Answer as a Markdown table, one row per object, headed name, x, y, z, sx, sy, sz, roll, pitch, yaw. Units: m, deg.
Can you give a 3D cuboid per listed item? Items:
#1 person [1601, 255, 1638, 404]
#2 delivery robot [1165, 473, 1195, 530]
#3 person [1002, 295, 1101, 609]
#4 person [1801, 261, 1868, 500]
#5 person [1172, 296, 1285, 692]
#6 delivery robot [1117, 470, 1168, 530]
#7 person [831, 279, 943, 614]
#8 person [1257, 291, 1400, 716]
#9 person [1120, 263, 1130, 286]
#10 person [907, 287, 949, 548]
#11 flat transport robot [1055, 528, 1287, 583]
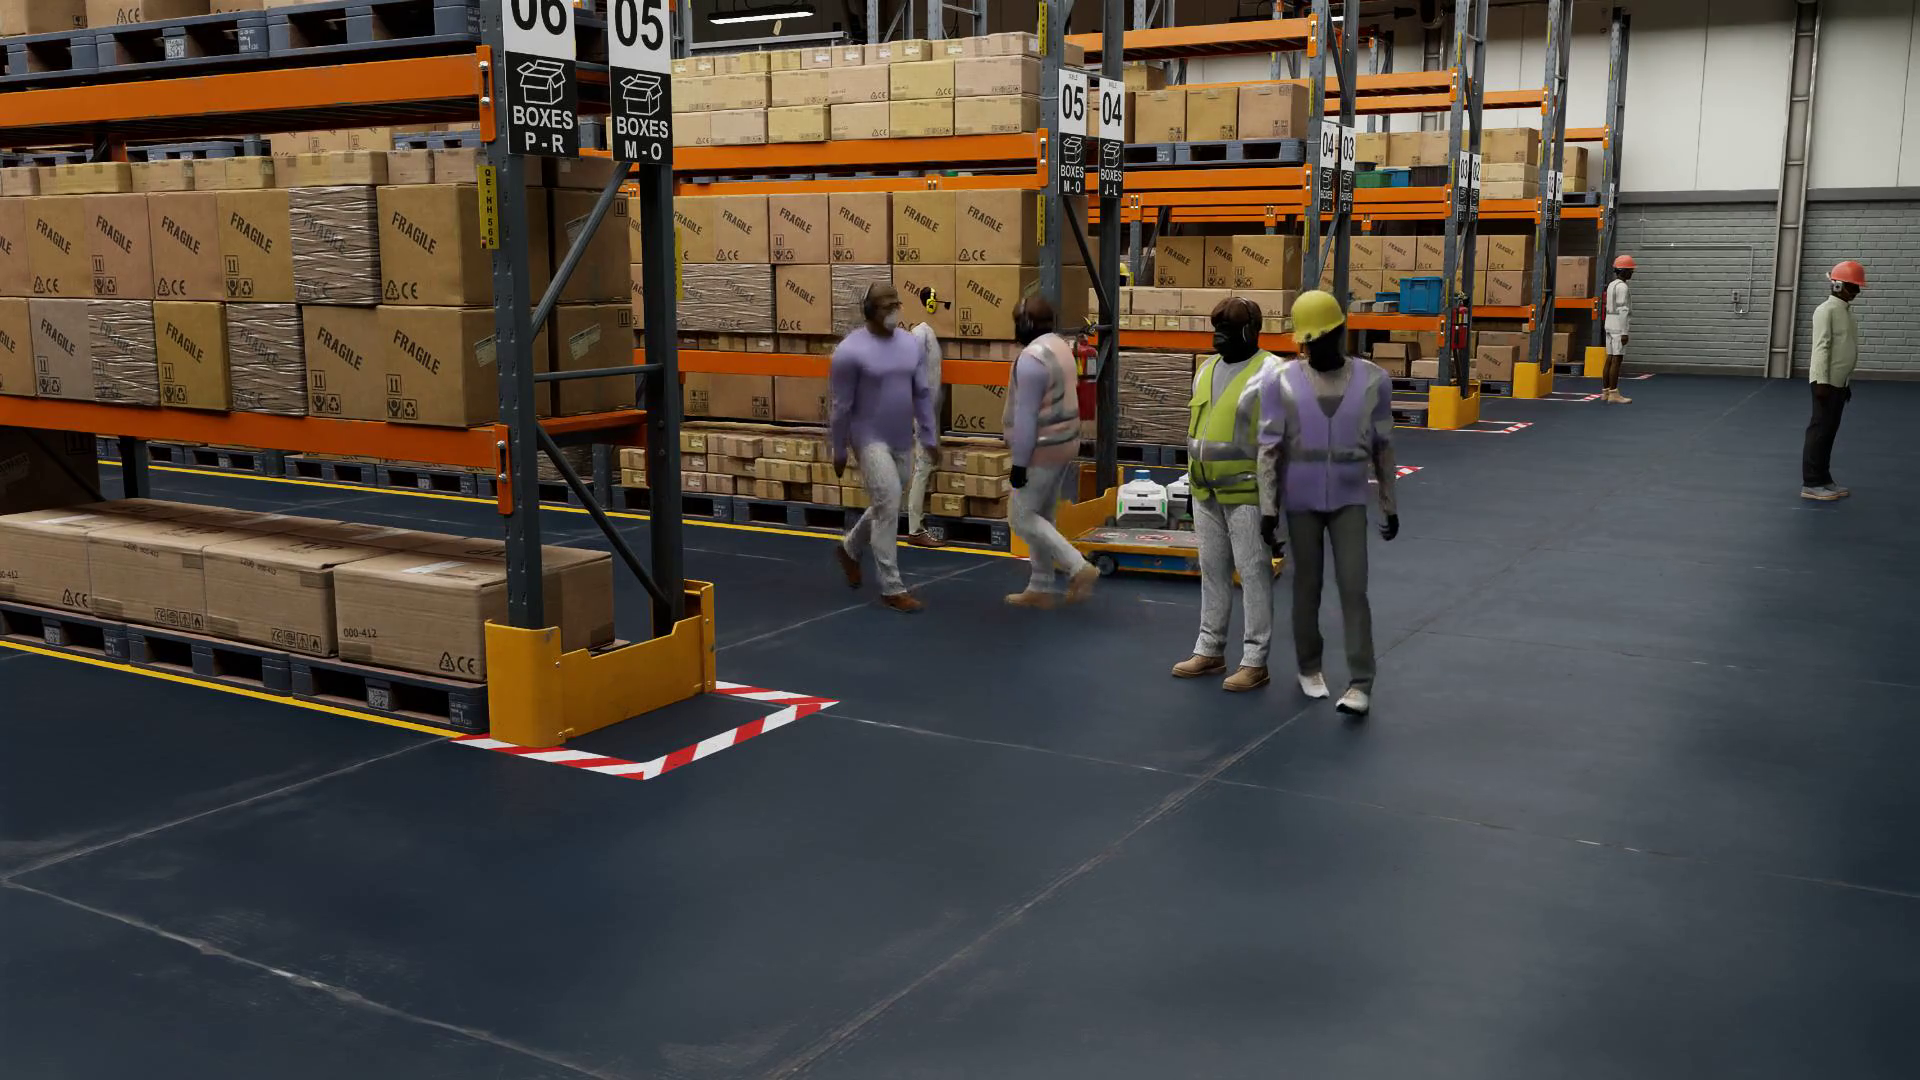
| name | x | y | z | sx | sy | sz | roll | pitch | yaw |
| --- | --- | --- | --- | --- | --- | --- | --- | --- | --- |
| person | 9.106 | -2.902 | 22.965 | 0.370 | 2.044 | 0.608 | 1 | 10 | 4 |
| delivery robot | 1.729 | -0.330 | 11.987 | 0.477 | 0.478 | 0.707 | 5 | 11 | 25 |
| person | 0.511 | -0.472 | 9.427 | 0.544 | 1.811 | 0.650 | 3 | 10 | 19 |
| person | 7.330 | -1.335 | 13.952 | 0.387 | 1.989 | 0.608 | 9 | 13 | 43 |
| person | 1.285 | -0.219 | 7.848 | 0.429 | 1.844 | 0.625 | -7 | 12 | -35 |
| delivery robot | 1.254 | -0.239 | 11.456 | 0.477 | 0.478 | 0.707 | 1 | 10 | 6 |
| person | -0.505 | -0.565 | 9.694 | 0.625 | 1.913 | 0.893 | -9 | 13 | -42 |
| person | 1.651 | -0.160 | 7.415 | 0.660 | 1.870 | 0.812 | 1 | 10 | 7 |
| person | 2.342 | -3.129 | 24.634 | 0.370 | 1.927 | 0.588 | 7 | 12 | 34 |
| person | -0.201 | -0.874 | 11.640 | 0.333 | 1.860 | 0.510 | 2 | 10 | 12 |
| flat transport robot | 1.326 | 0.083 | 10.672 | 1.431 | 0.197 | 0.652 | 4 | 10 | 21 |
